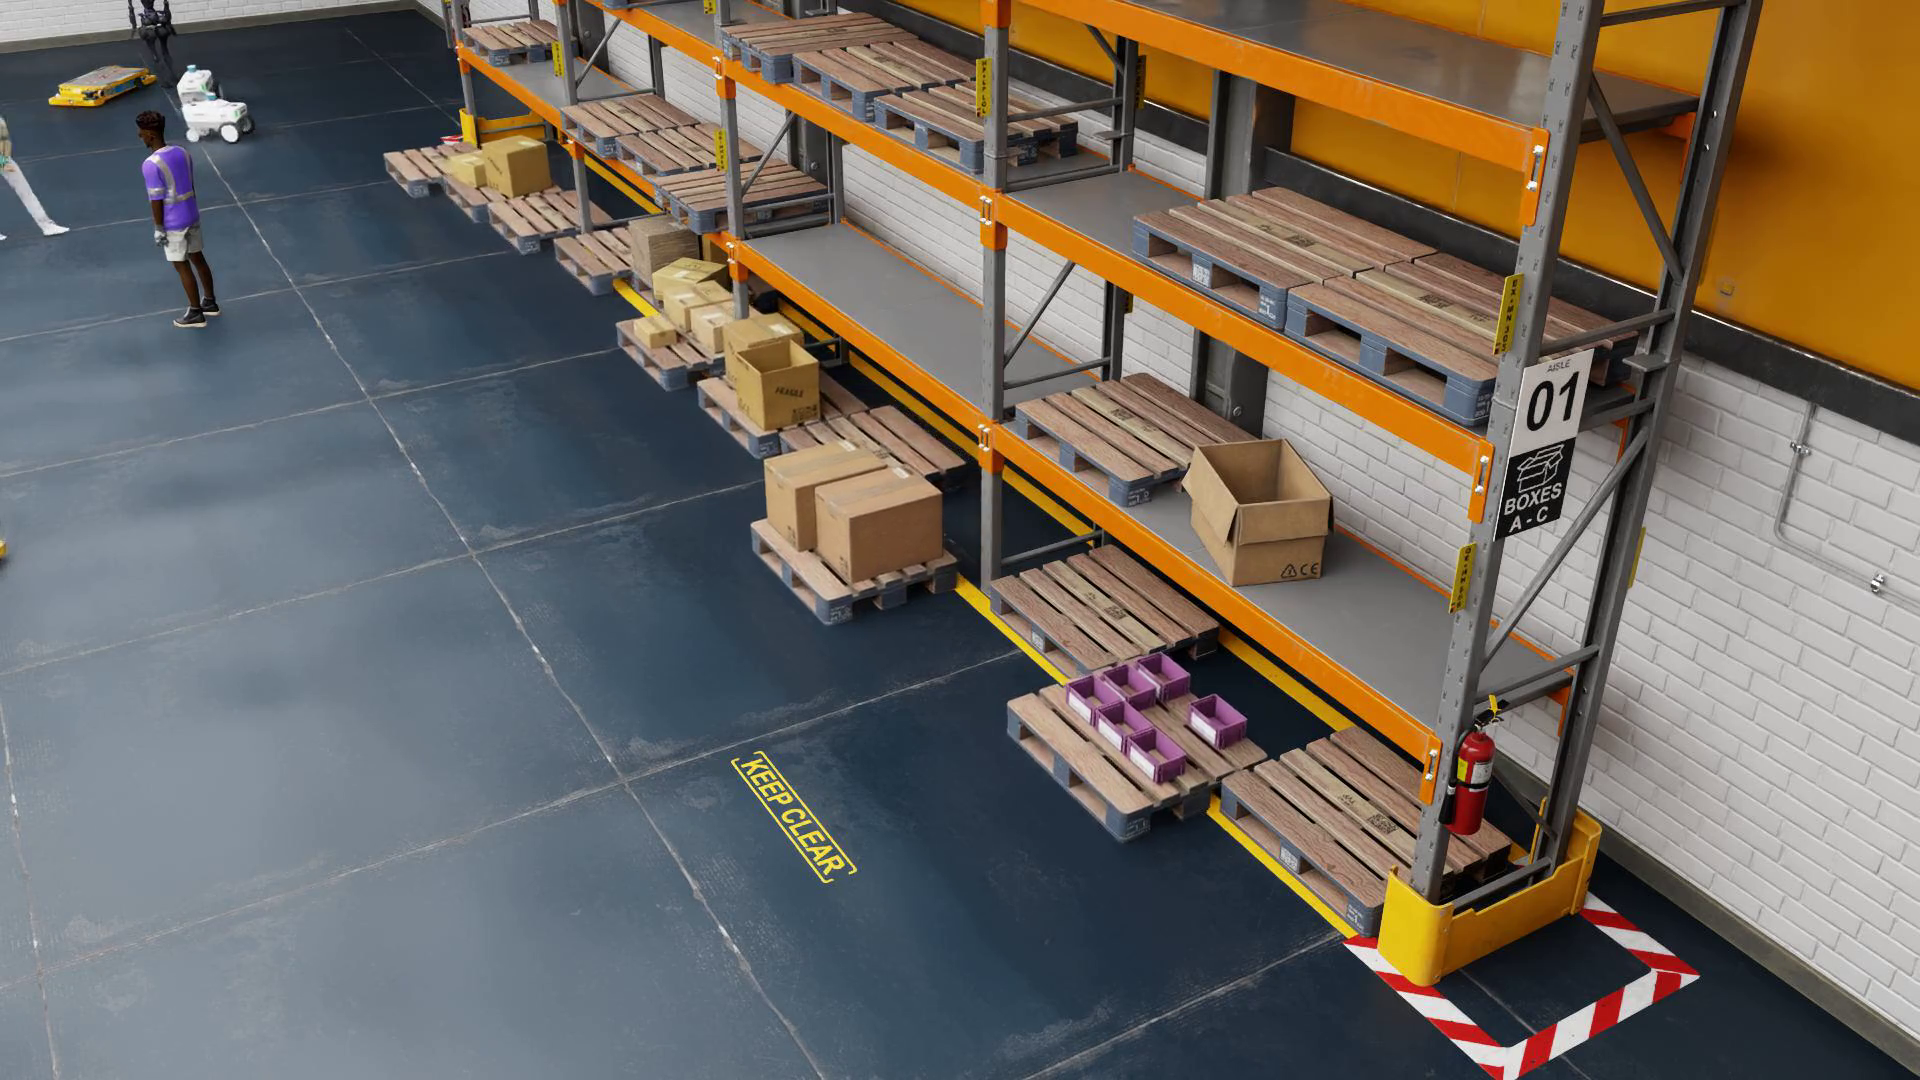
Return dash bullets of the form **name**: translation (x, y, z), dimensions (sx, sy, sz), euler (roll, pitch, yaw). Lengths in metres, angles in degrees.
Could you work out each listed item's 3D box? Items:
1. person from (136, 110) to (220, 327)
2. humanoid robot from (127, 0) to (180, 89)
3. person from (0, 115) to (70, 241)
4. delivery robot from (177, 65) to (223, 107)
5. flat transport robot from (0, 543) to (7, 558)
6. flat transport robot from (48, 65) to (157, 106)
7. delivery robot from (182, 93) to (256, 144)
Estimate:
- **person**: translation (-7.085, -2.902, 15.045), dimensions (0.371, 1.960, 0.600), euler (4, 30, 6)
- **humanoid robot**: translation (-10.913, -6.962, 22.507), dimensions (0.376, 1.652, 0.609), euler (23, 37, 34)
- **person**: translation (-9.854, -3.874, 17.054), dimensions (0.887, 1.658, 0.448), euler (1, 30, 3)
- **delivery robot**: translation (-9.994, -5.907, 21.785), dimensions (0.499, 0.609, 0.807), euler (-7, 30, -12)
- **flat transport robot**: translation (-7.397, 0.159, 11.351), dimensions (1.431, 0.231, 0.659), euler (2, 30, 3)
- **flat transport robot**: translation (-11.570, -6.129, 22.453), dimensions (0.659, 0.231, 1.431), euler (4, 30, 8)
- **delivery robot**: translation (-9.181, -5.217, 20.540), dimensions (0.767, 0.583, 0.499), euler (1, 30, 1)
